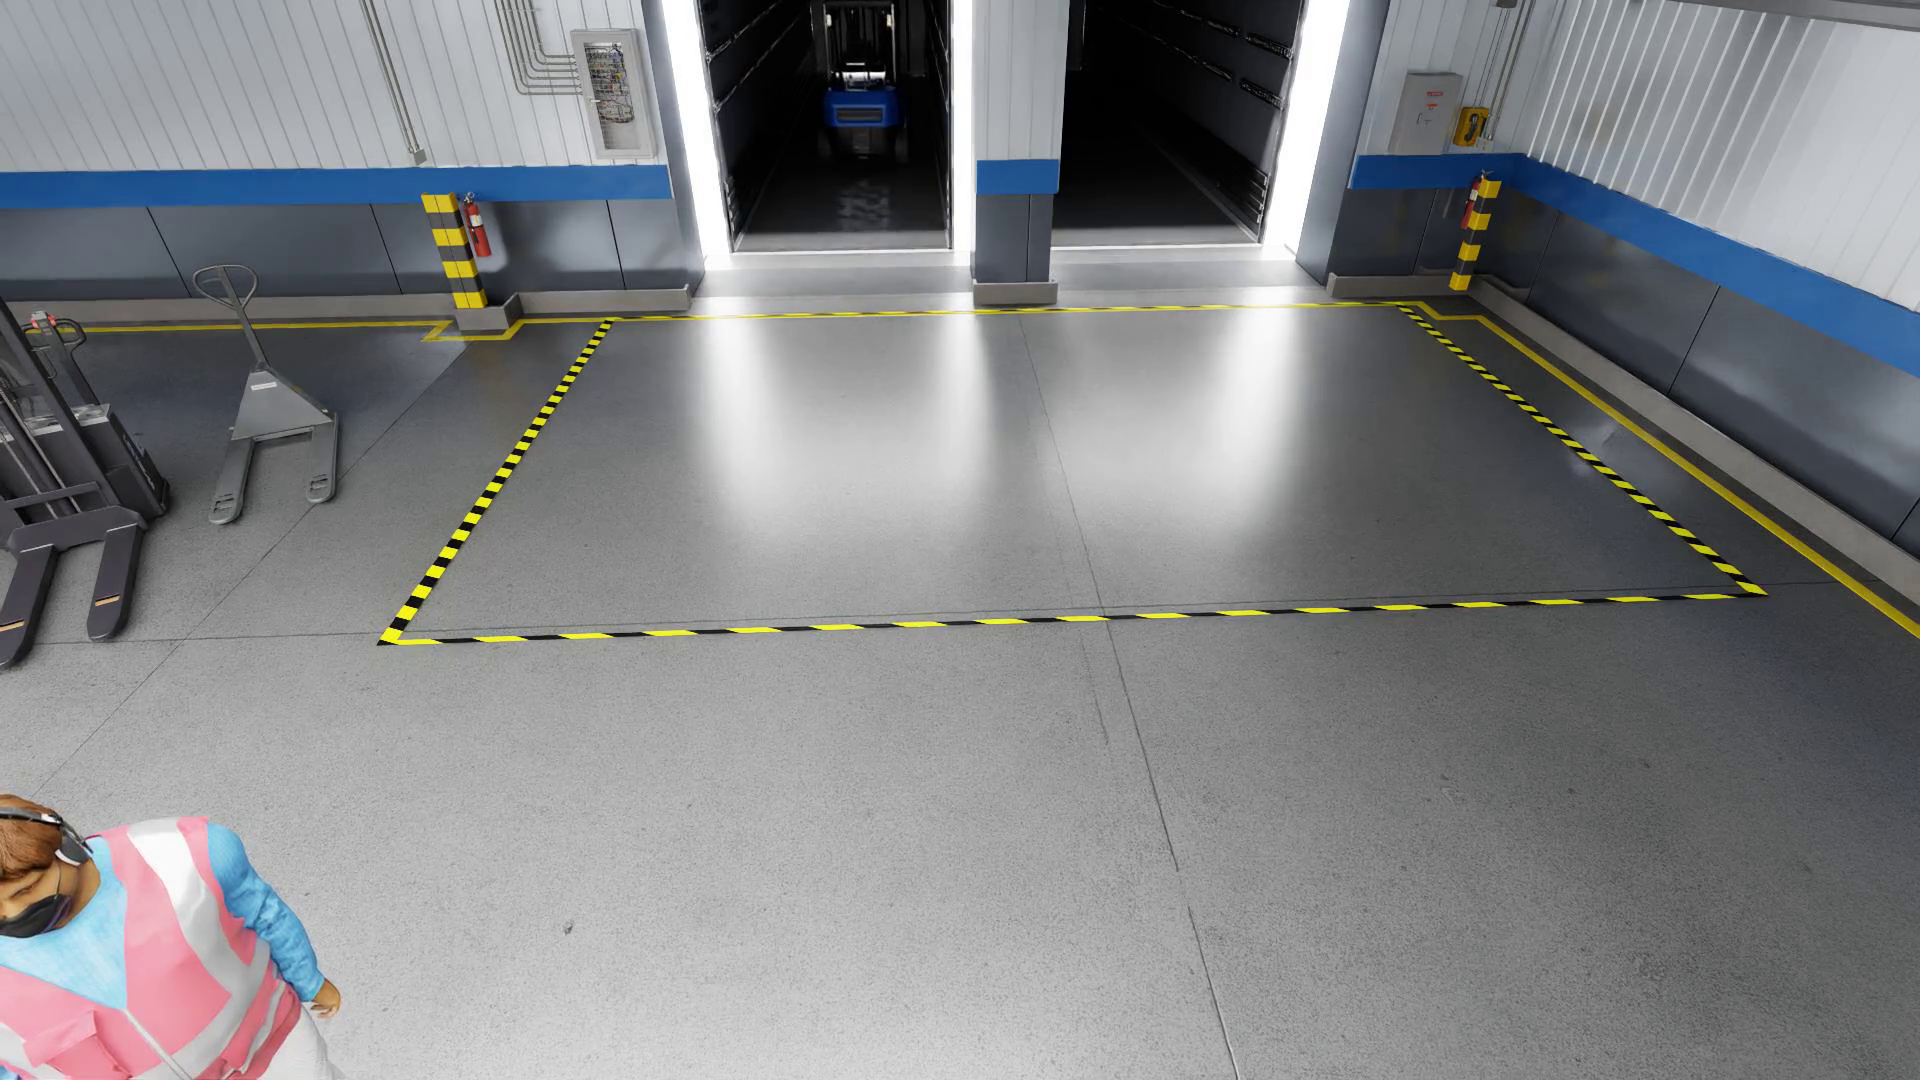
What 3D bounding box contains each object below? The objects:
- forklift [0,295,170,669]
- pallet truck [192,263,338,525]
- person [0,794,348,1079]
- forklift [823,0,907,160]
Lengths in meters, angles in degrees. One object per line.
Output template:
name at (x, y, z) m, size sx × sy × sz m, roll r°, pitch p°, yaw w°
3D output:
forklift at (-5.212, -0.618, 4.878) m, size 0.823 × 1.965 × 1.885 m, roll -20°, pitch 39°, yaw -26°
pallet truck at (-4.778, -1.027, 6.128) m, size 0.680 × 1.201 × 1.601 m, roll -17°, pitch 38°, yaw -23°
person at (-1.900, 1.288, 2.274) m, size 0.429 × 1.841 × 0.632 m, roll 26°, pitch 42°, yaw 32°
forklift at (-1.435, -7.127, 13.918) m, size 1.157 × 2.036 × 2.680 m, roll 0°, pitch 35°, yaw 0°
